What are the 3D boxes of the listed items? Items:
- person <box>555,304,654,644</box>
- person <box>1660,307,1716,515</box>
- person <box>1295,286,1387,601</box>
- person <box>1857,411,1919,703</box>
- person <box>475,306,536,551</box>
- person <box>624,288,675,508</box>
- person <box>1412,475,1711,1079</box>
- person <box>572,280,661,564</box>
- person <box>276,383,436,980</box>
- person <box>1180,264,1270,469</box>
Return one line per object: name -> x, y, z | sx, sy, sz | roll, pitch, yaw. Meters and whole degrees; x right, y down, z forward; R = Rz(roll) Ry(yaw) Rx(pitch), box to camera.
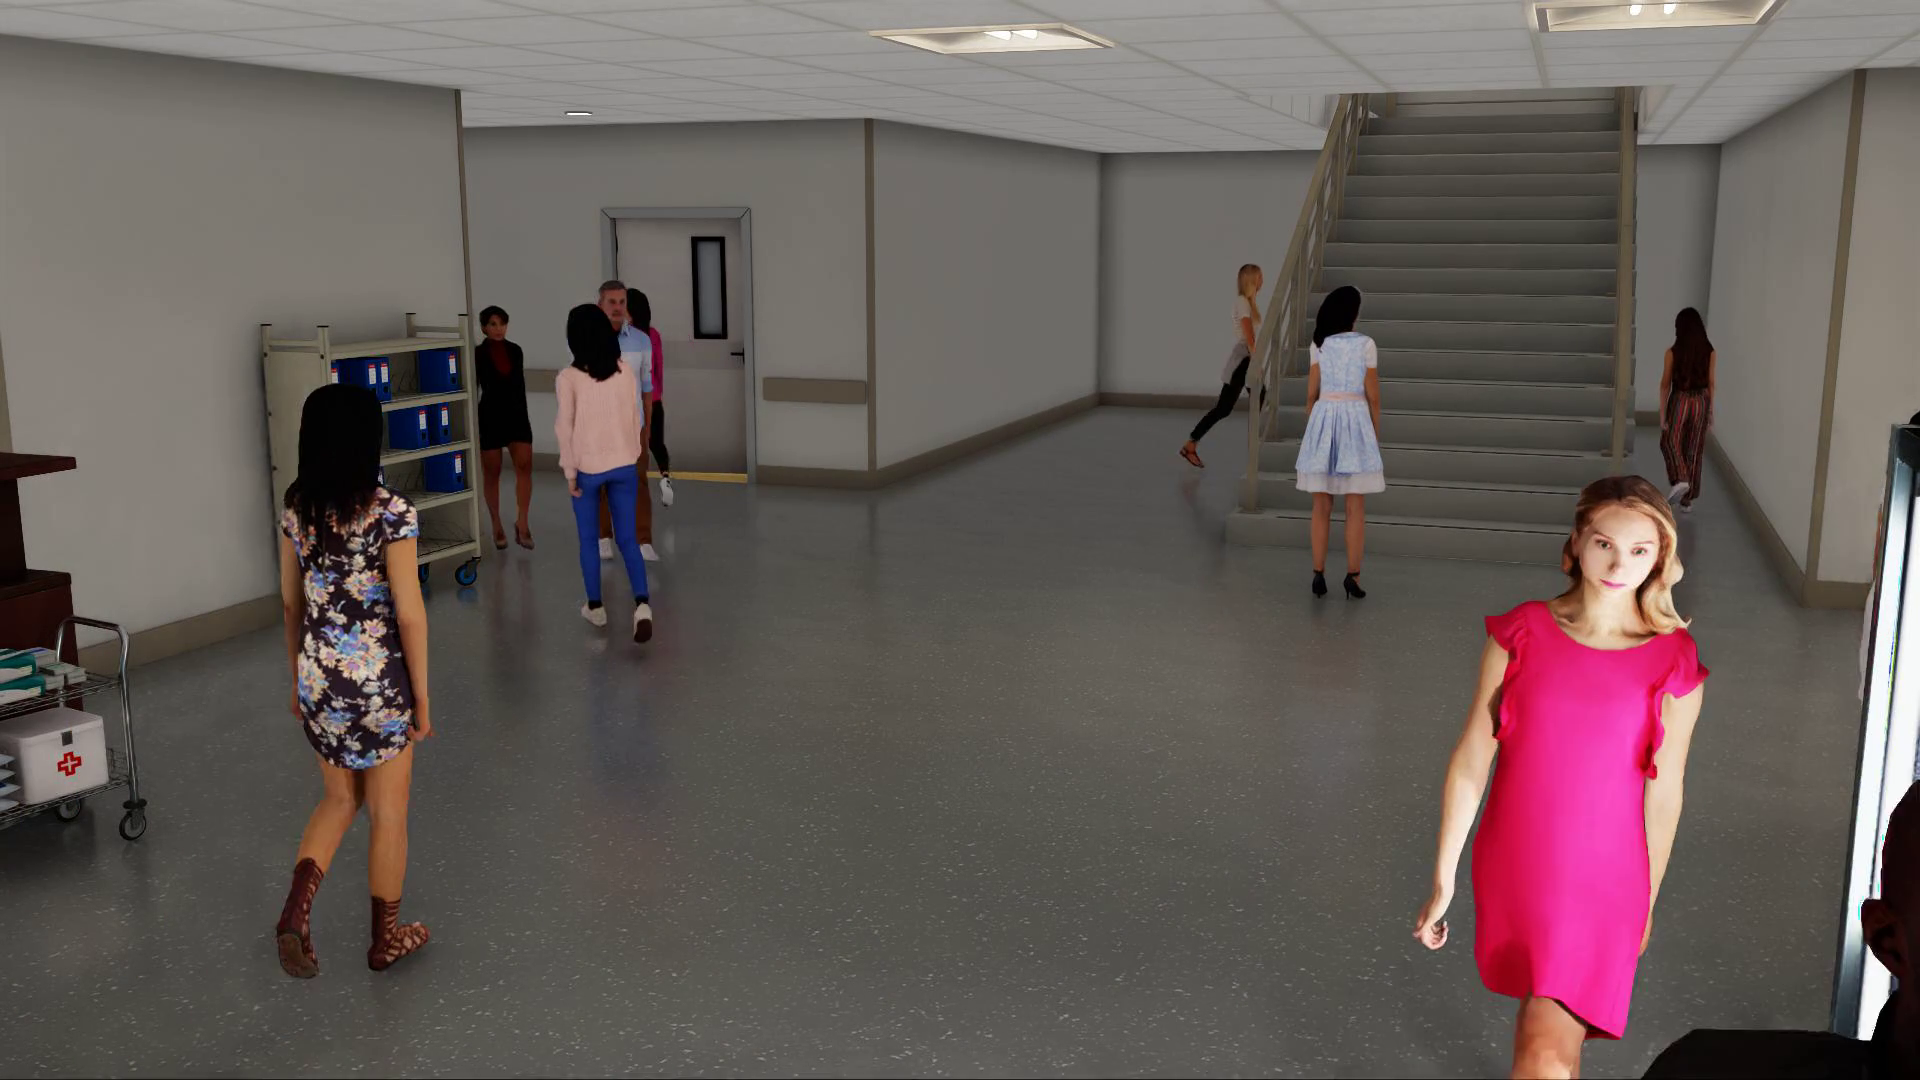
person -> -1.806, -0.315, 8.582 | 1.149, 1.734, 1.207 | -4, 12, -22
person -> 5.475, -0.961, 12.486 | 0.608, 1.548, 0.748 | 3, 11, 15
person -> 2.214, -0.562, 9.671 | 0.721, 1.813, 0.743 | 5, 12, 26
person -> 3.332, 0.301, 5.846 | 0.764, 1.544, 0.705 | -6, 12, -27
person -> -3.086, -0.739, 11.103 | 0.756, 1.627, 0.819 | -6, 13, -31
person -> -2.361, -1.018, 12.416 | 0.980, 1.686, 1.006 | -6, 12, -30
person -> 1.255, 0.700, 3.419 | 0.812, 1.665, 1.142 | 9, 14, 38
person -> -2.259, -0.748, 10.697 | 1.021, 1.796, 1.098 | -4, 11, -19
person -> -1.733, 0.438, 4.640 | 0.654, 1.724, 0.861 | 3, 11, 15
person -> 2.356, -1.466, 14.523 | 0.710, 1.780, 1.141 | 3, 11, 17
